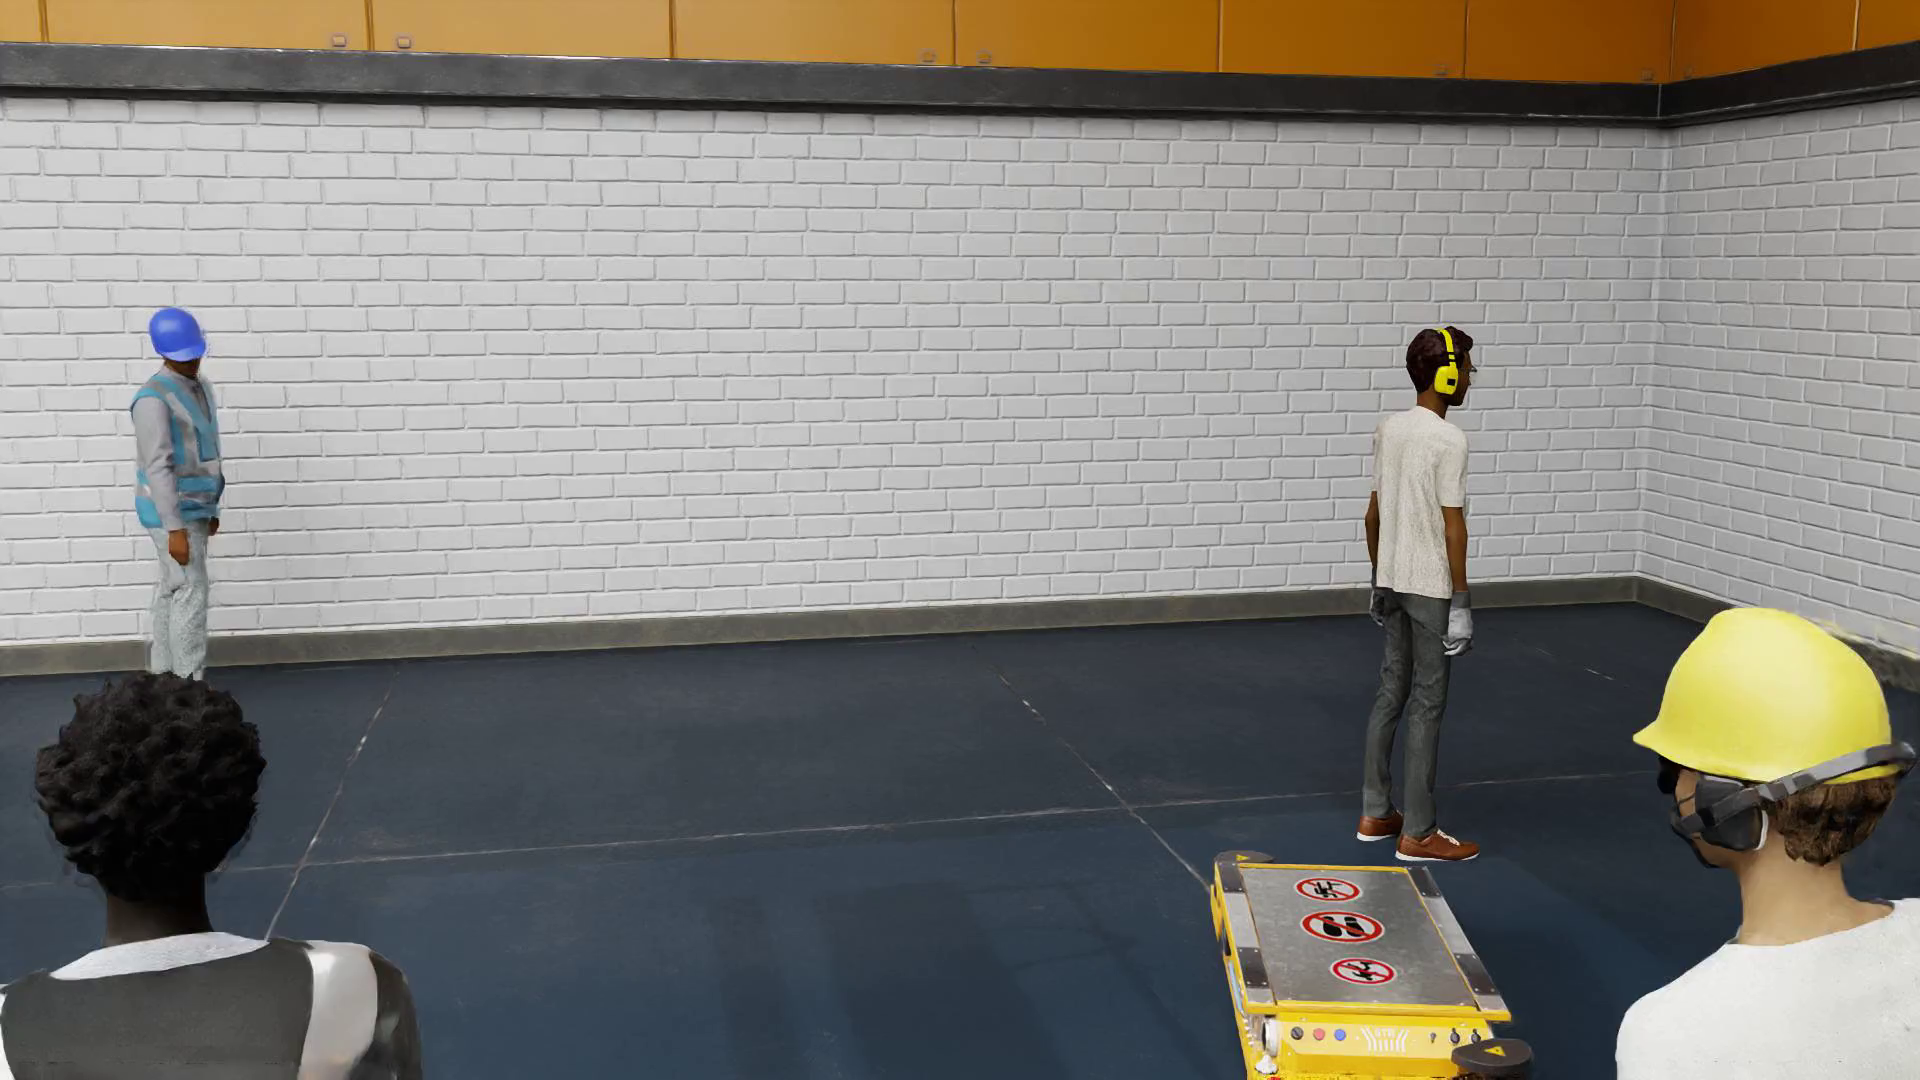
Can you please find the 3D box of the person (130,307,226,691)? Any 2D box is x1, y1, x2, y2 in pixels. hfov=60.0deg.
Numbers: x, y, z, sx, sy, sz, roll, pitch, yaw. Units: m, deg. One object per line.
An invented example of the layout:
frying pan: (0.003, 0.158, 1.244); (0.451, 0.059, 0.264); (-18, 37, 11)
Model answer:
person: (-3.627, -0.124, 7.695); (0.512, 1.896, 0.684); (-1, 9, -5)

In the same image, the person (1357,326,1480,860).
person: (1.625, 0.187, 5.859); (0.309, 1.868, 0.535); (-3, 10, -20)

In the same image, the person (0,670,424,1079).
person: (-0.781, 0.973, 1.726); (0.540, 1.653, 0.845); (-6, 11, -32)

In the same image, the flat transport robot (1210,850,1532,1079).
flat transport robot: (1.075, 1.191, 4.599); (0.652, 0.197, 1.431); (1, 9, 4)

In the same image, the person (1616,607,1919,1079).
person: (0.847, 0.925, 1.834); (0.525, 1.715, 0.953); (-4, 10, -22)
